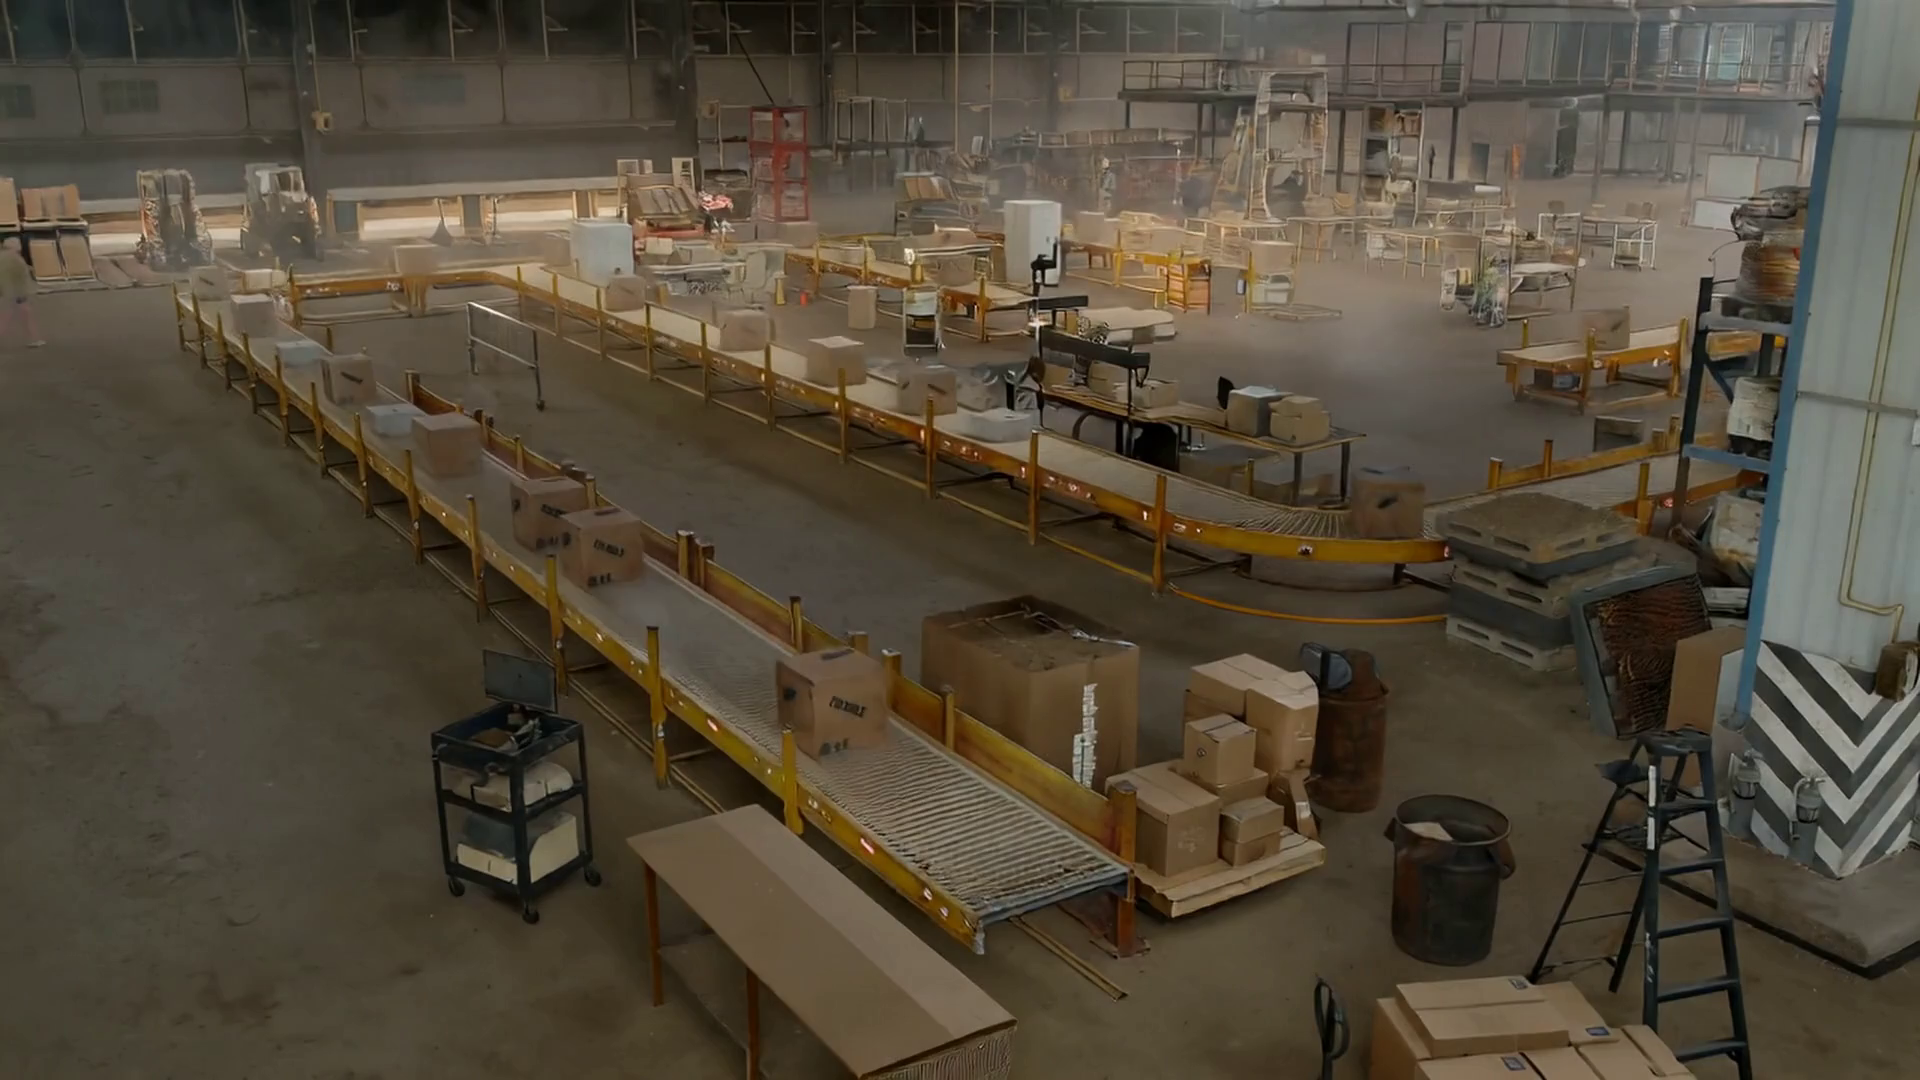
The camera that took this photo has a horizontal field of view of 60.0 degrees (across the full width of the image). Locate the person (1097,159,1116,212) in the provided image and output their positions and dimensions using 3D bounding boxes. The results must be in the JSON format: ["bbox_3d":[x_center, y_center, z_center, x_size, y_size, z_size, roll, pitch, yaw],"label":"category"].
[{"bbox_3d":[3.733,-8.789,42.887,0.373,2.043,0.615,-12,20,-34],"label":"person"}]

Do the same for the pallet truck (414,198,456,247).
[{"bbox_3d":[-13.250,-8.060,41.856,0.680,1.201,1.601,-10,20,-31],"label":"pallet truck"}]

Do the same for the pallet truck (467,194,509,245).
[{"bbox_3d":[-11.983,-8.177,42.137,0.704,1.261,1.522,-11,20,-33],"label":"pallet truck"}]

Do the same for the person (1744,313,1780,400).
[{"bbox_3d":[11.084,-2.627,22.887,0.596,1.743,0.547,-7,18,-21],"label":"person"}]

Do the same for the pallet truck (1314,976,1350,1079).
[{"bbox_3d":[2.299,2.390,7.086,1.601,1.201,0.680,-2,17,-7],"label":"pallet truck"}]

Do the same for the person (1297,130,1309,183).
[{"bbox_3d":[12.385,-13.840,59.993,0.360,1.879,0.579,10,19,30],"label":"person"}]

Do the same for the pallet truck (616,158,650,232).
[{"bbox_3d":[-8.918,-9.176,44.255,0.823,1.965,1.885,-9,19,-27],"label":"pallet truck"}]

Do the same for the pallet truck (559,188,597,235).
[{"bbox_3d":[-10.010,-8.652,43.699,0.653,1.274,1.630,-10,20,-31],"label":"pallet truck"}]

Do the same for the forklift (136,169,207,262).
[{"bbox_3d":[-17.842,-7.318,37.559,1.157,1.987,2.680,-10,20,-31],"label":"forklift"}]

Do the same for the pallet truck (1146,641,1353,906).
[{"bbox_3d":[1.664,1.407,10.232,1.630,1.274,0.653,-10,20,-31],"label":"pallet truck"}]

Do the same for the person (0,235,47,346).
[{"bbox_3d":[-15.809,-4.113,27.645,0.667,1.871,0.843,8,19,25],"label":"person"}]

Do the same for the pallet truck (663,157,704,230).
[{"bbox_3d":[-7.586,-9.308,44.692,0.823,1.965,1.885,-11,20,-33],"label":"pallet truck"}]

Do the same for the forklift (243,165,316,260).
[{"bbox_3d":[-15.898,-7.669,38.708,1.157,1.987,2.680,-11,20,-33],"label":"forklift"}]
